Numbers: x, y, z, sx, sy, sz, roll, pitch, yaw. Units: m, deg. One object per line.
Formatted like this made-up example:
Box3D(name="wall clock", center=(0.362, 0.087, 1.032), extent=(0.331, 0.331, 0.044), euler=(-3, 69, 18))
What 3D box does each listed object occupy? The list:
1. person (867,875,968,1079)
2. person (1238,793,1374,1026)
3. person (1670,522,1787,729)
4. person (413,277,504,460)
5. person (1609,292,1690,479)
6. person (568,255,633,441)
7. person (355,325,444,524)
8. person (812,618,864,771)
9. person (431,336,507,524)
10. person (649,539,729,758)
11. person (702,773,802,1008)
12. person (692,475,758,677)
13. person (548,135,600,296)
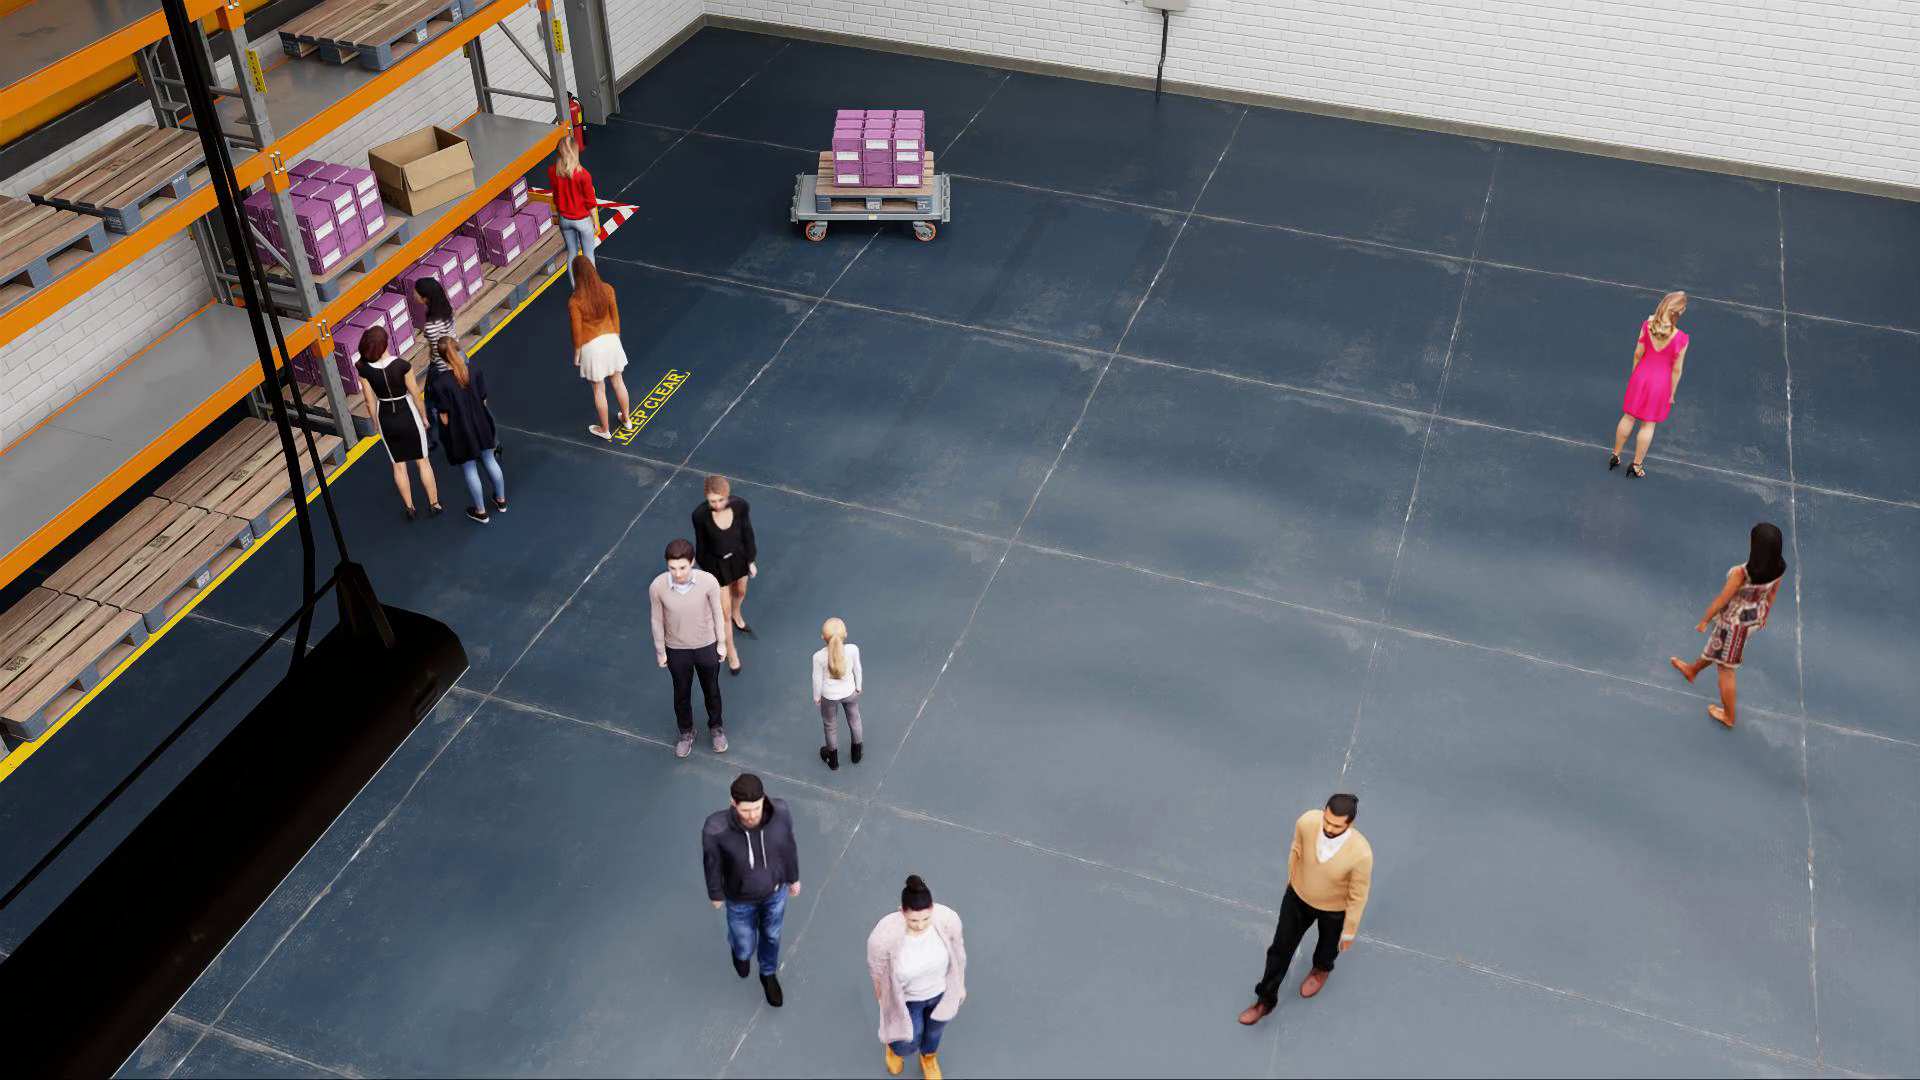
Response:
Box3D(name="person", center=(-0.244, 2.363, 9.119), extent=(0.866, 1.732, 0.922), euler=(-12, 40, -15))
Box3D(name="person", center=(2.115, 2.021, 9.554), extent=(0.903, 1.725, 1.119), euler=(27, 46, 30))
Box3D(name="person", center=(5.379, 0.605, 11.414), extent=(0.988, 1.615, 1.060), euler=(-14, 41, -17))
Box3D(name="person", center=(-4.144, -1.372, 13.777), extent=(0.738, 1.755, 1.003), euler=(9, 39, 11))
Box3D(name="person", center=(5.679, -1.279, 13.682), extent=(0.683, 1.729, 0.659), euler=(-28, 46, -30))
Box3D(name="person", center=(-3.064, -1.638, 14.144), extent=(0.661, 1.714, 0.765), euler=(-28, 47, -31))
Box3D(name="person", center=(-4.427, -0.907, 13.163), extent=(0.652, 1.795, 0.649), euler=(-6, 39, -7))
Box3D(name="person", center=(-0.815, 1.024, 11.159), extent=(0.581, 1.279, 0.632), euler=(-11, 40, -14))
Box3D(name="person", center=(-3.910, -0.885, 13.226), extent=(0.650, 1.683, 0.775), euler=(-31, 48, -33))
Box3D(name="person", center=(-1.790, 0.707, 11.132), extent=(0.703, 1.807, 0.695), euler=(-5, 39, -7))
Box3D(name="person", center=(-1.201, 1.914, 9.564), extent=(0.880, 1.877, 0.940), euler=(-16, 41, -19))
Box3D(name="person", center=(-1.663, 0.163, 11.884), extent=(0.862, 1.720, 0.935), euler=(-16, 41, -19))
Box3D(name="person", center=(-3.686, -3.061, 15.935), extent=(0.630, 1.702, 0.552), euler=(8, 39, 10))
